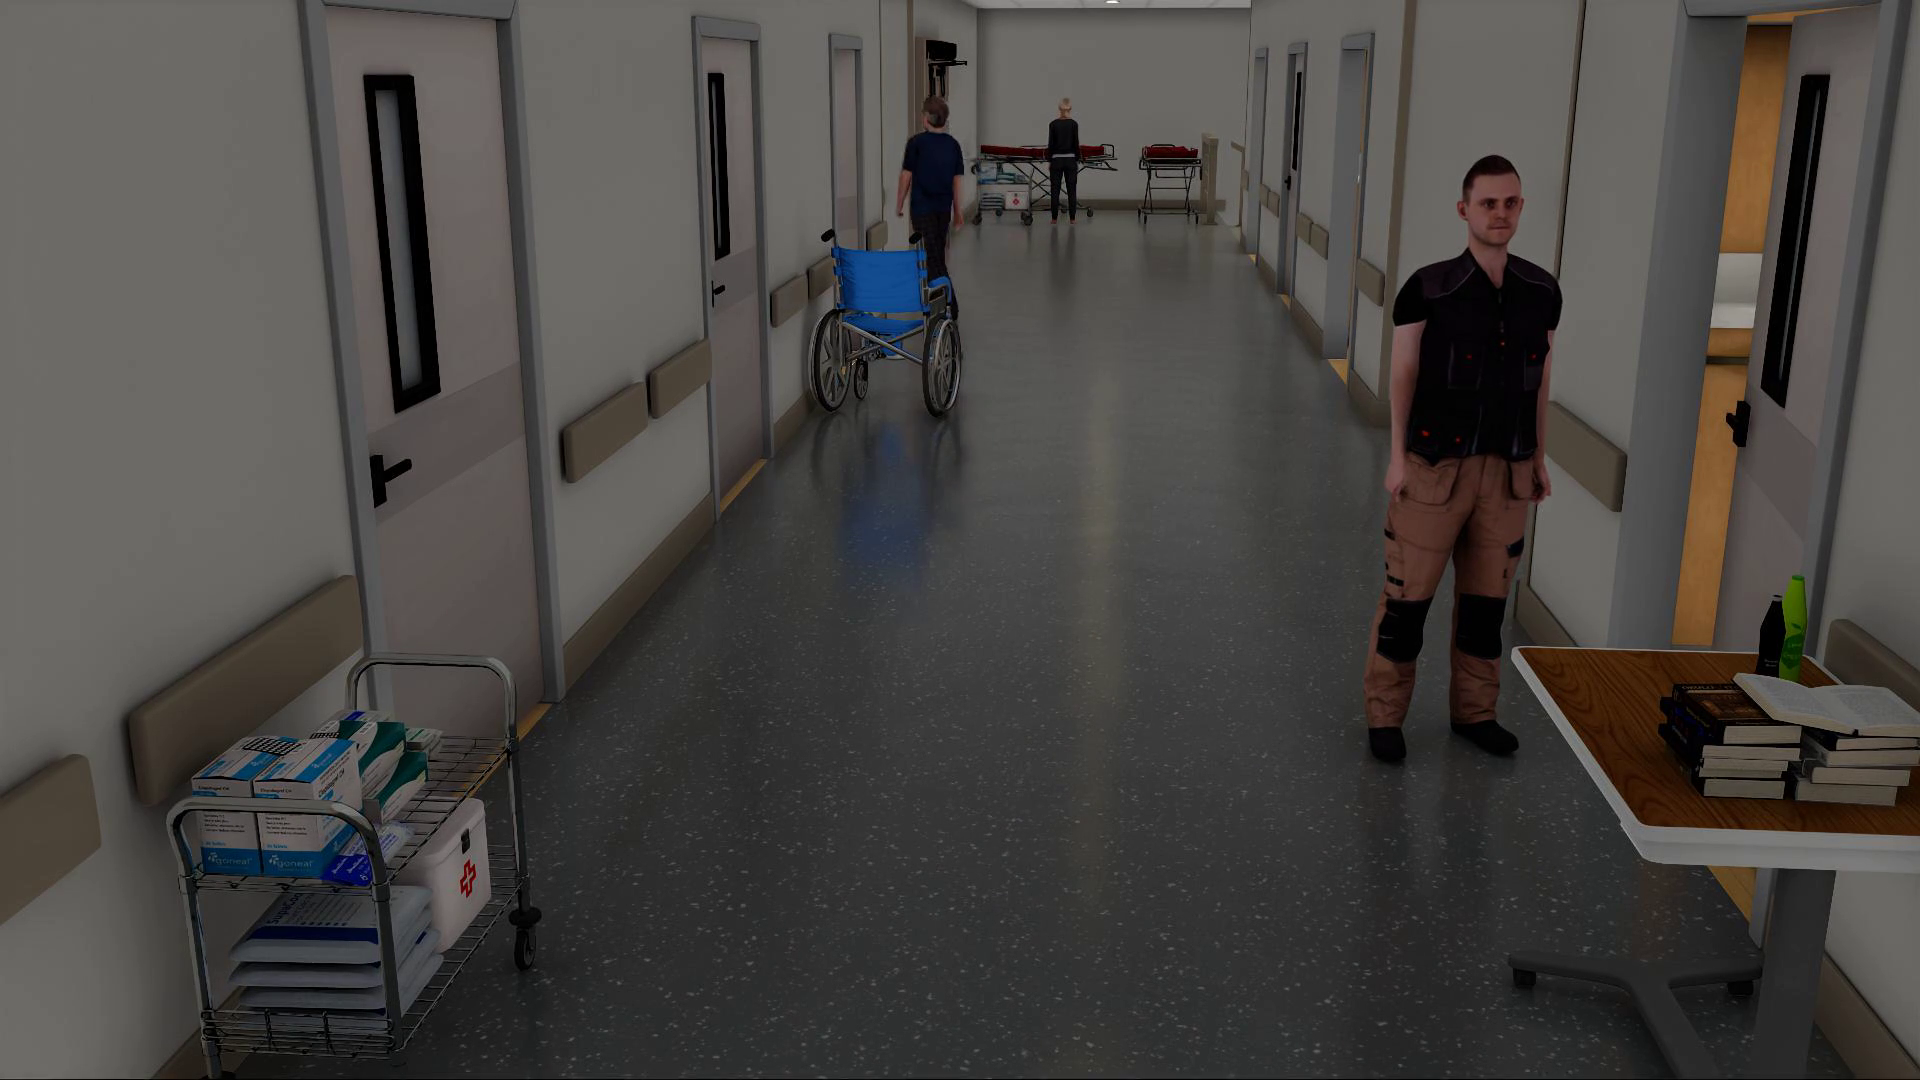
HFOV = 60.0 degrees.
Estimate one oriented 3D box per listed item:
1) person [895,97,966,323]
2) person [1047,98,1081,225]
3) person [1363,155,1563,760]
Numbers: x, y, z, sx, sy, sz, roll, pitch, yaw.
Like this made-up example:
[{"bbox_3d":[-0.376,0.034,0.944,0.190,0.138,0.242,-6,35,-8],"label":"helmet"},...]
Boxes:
[{"bbox_3d":[-0.197,-2.623,13.597,1.155,1.807,1.325,-9,18,-28],"label":"person"},{"bbox_3d":[1.453,-5.319,23.313,0.613,1.724,0.519,0,16,2],"label":"person"},{"bbox_3d":[1.543,-0.245,5.099,0.731,1.841,0.660,-2,16,-6],"label":"person"}]
